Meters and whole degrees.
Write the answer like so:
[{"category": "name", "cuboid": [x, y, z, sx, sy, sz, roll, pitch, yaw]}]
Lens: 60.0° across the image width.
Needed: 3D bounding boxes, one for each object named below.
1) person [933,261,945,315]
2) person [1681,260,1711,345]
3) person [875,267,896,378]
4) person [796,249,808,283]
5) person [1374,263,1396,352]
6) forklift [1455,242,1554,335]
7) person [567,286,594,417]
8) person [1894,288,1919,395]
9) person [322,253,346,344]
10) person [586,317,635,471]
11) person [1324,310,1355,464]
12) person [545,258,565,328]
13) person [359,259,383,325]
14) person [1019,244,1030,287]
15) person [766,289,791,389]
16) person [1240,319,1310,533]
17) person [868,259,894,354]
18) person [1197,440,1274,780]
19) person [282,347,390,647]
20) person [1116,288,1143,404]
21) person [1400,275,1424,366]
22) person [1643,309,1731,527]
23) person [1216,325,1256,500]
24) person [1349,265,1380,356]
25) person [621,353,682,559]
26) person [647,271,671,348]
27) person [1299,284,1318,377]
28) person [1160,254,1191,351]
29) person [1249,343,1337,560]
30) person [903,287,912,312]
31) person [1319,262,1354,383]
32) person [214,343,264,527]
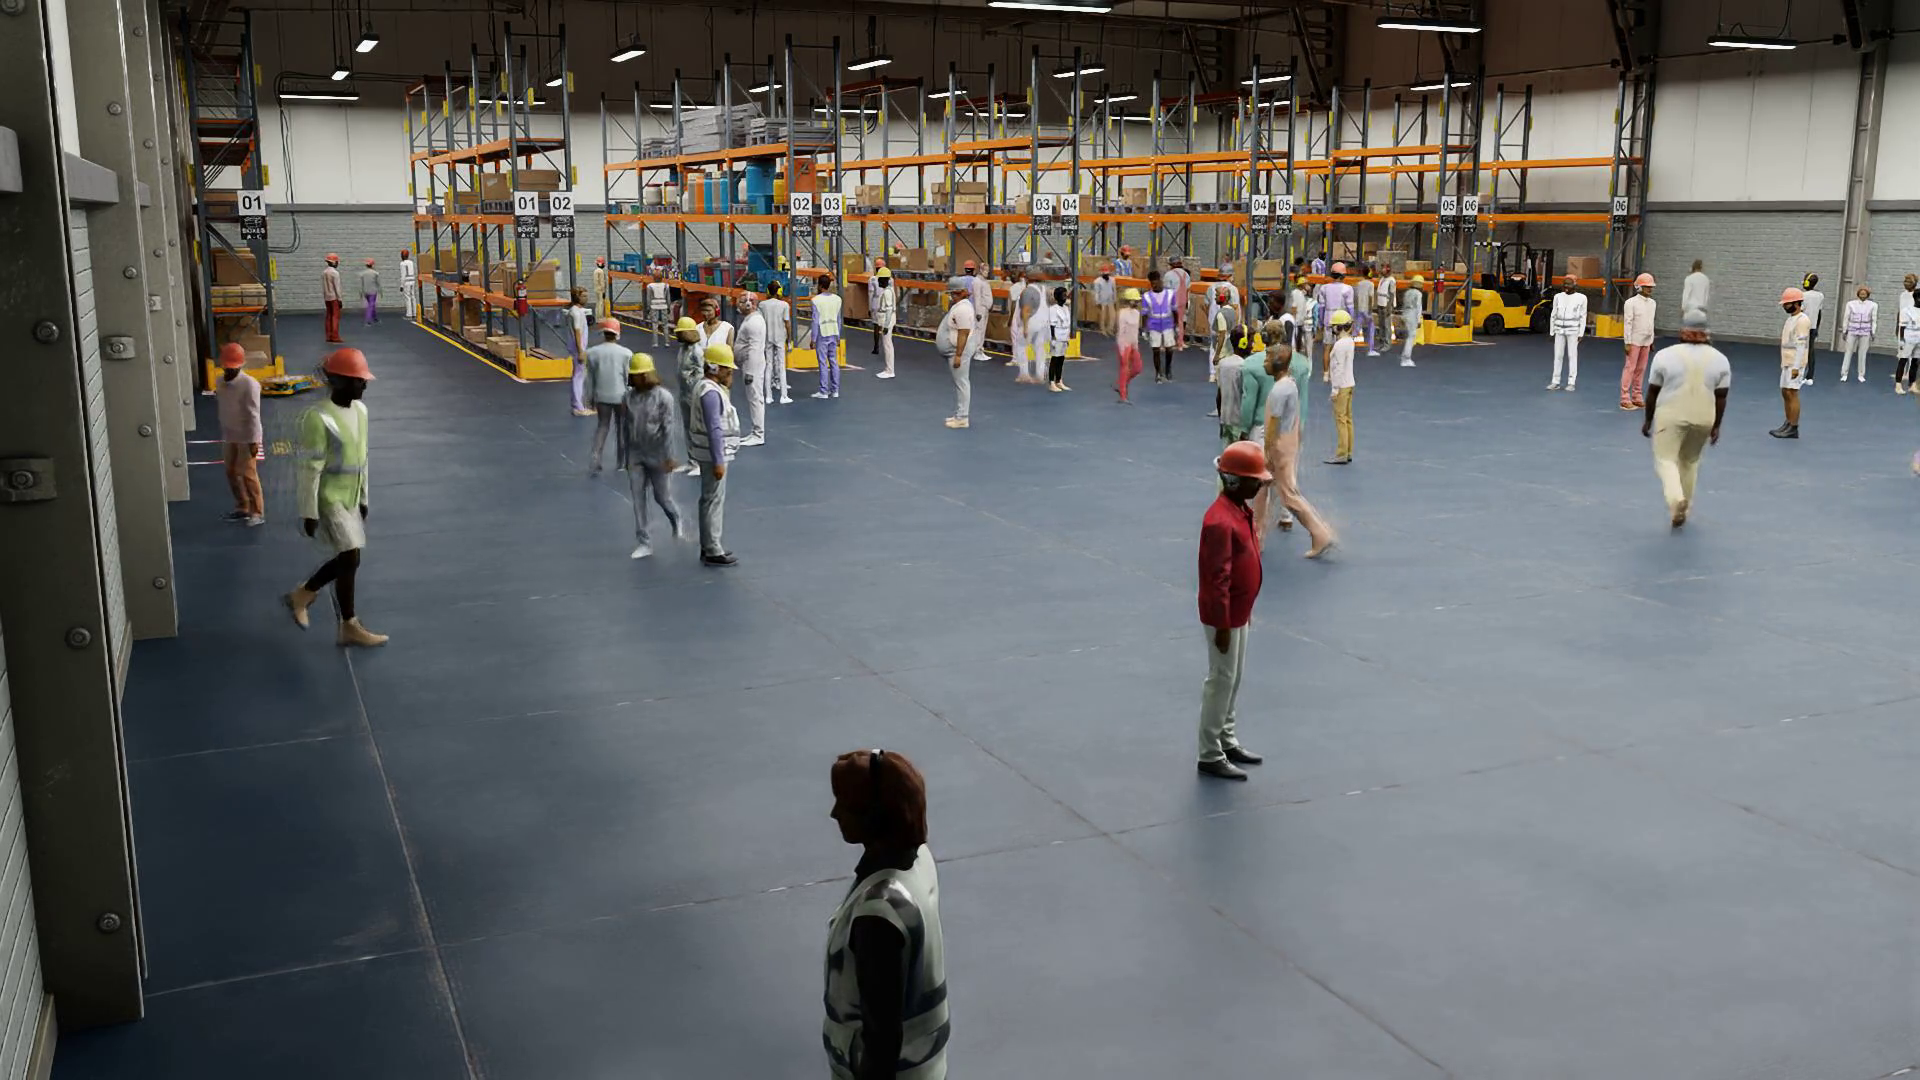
[{"category": "person", "cuboid": [-0.630, -7.366, 47.500, 0.526, 1.841, 0.909, -6, 12, -26]}, {"category": "person", "cuboid": [15.298, -4.857, 34.539, 0.636, 1.914, 0.798, -6, 13, -28]}, {"category": "person", "cuboid": [-1.307, -3.802, 29.141, 0.366, 1.926, 0.594, -1, 11, -5]}, {"category": "person", "cuboid": [-5.069, -8.281, 52.386, 0.573, 1.739, 0.349, -2, 11, -12]}, {"category": "person", "cuboid": [8.853, -4.834, 34.591, 0.390, 1.846, 0.565, -2, 11, -12]}, {"category": "forklift", "cuboid": [13.047, -6.049, 39.881, 2.313, 2.155, 1.214, -5, 12, -23]}, {"category": "person", "cuboid": [-5.415, -2.677, 23.635, 0.327, 1.844, 0.514, -3, 12, -16]}, {"category": "person", "cuboid": [15.170, -3.156, 26.459, 0.533, 1.693, 0.319, -2, 11, -10]}, {"category": "person", "cuboid": [-13.812, -5.322, 36.718, 0.617, 1.987, 0.403, 10, 15, 41]}, {"category": "person", "cuboid": [-3.888, -1.604, 18.471, 0.574, 1.731, 0.659, 2, 11, 9]}, {"category": "person", "cuboid": [4.371, -1.756, 19.156, 0.326, 1.767, 0.533, 6, 13, 28]}, {"category": "person", "cuboid": [-10.171, -6.187, 41.746, 0.424, 1.742, 0.532, 6, 13, 28]}, {"category": "person", "cuboid": [-15.174, -6.396, 42.905, 0.567, 1.695, 0.933, 3, 12, 16]}, {"category": "person", "cuboid": [2.232, -8.832, 54.821, 0.573, 1.882, 0.355, 2, 11, 12]}, {"category": "person", "cuboid": [-3.022, -3.362, 27.371, 0.293, 1.745, 0.488, -11, 15, -43]}, {"category": "person", "cuboid": [2.820, -1.023, 15.002, 0.628, 1.935, 0.373, -2, 11, -11]}, {"category": "person", "cuboid": [-1.623, -4.767, 34.019, 0.552, 1.937, 0.356, -3, 12, -17]}, {"category": "person", "cuboid": [1.405, 0.351, 8.510, 0.355, 1.742, 0.575, 4, 12, 20]}, {"category": "person", "cuboid": [-4.206, -0.281, 11.053, 0.758, 2.010, 0.660, 2, 11, 10]}, {"category": "person", "cuboid": [2.554, -2.923, 25.128, 0.389, 1.757, 0.541, 9, 14, 39]}, {"category": "person", "cuboid": [8.552, -4.163, 31.513, 0.476, 1.721, 0.547, -4, 12, -19]}, {"category": "person", "cuboid": [6.678, -1.132, 15.286, 0.686, 2.000, 0.835, 1, 11, 5]}, {"category": "person", "cuboid": [2.551, -1.042, 15.282, 0.327, 1.865, 0.519, -5, 12, -26]}, {"category": "person", "cuboid": [8.094, -4.603, 33.450, 0.875, 1.845, 0.524, -6, 13, -29]}, {"category": "person", "cuboid": [-2.594, -0.727, 14.031, 0.507, 1.720, 0.571, 3, 11, 14]}, {"category": "person", "cuboid": [-6.456, -4.945, 35.681, 0.512, 1.642, 0.311, -3, 12, -16]}, {"category": "person", "cuboid": [6.039, -3.684, 29.275, 0.522, 1.640, 0.306, 7, 13, 31]}, {"category": "person", "cuboid": [4.456, -4.955, 34.714, 0.689, 2.000, 0.535, -9, 14, -38]}, {"category": "person", "cuboid": [2.708, -0.732, 13.855, 0.897, 1.813, 0.511, 2, 11, 10]}, {"category": "person", "cuboid": [-1.487, -7.432, 48.354, 0.314, 1.633, 0.519, 3, 12, 16]}, {"category": "person", "cuboid": [6.375, -3.673, 28.189, 0.607, 2.044, 0.372, 6, 13, 29]}, {"category": "person", "cuboid": [-6.620, -0.964, 15.273, 0.614, 1.706, 0.453, 6, 13, 28]}]
